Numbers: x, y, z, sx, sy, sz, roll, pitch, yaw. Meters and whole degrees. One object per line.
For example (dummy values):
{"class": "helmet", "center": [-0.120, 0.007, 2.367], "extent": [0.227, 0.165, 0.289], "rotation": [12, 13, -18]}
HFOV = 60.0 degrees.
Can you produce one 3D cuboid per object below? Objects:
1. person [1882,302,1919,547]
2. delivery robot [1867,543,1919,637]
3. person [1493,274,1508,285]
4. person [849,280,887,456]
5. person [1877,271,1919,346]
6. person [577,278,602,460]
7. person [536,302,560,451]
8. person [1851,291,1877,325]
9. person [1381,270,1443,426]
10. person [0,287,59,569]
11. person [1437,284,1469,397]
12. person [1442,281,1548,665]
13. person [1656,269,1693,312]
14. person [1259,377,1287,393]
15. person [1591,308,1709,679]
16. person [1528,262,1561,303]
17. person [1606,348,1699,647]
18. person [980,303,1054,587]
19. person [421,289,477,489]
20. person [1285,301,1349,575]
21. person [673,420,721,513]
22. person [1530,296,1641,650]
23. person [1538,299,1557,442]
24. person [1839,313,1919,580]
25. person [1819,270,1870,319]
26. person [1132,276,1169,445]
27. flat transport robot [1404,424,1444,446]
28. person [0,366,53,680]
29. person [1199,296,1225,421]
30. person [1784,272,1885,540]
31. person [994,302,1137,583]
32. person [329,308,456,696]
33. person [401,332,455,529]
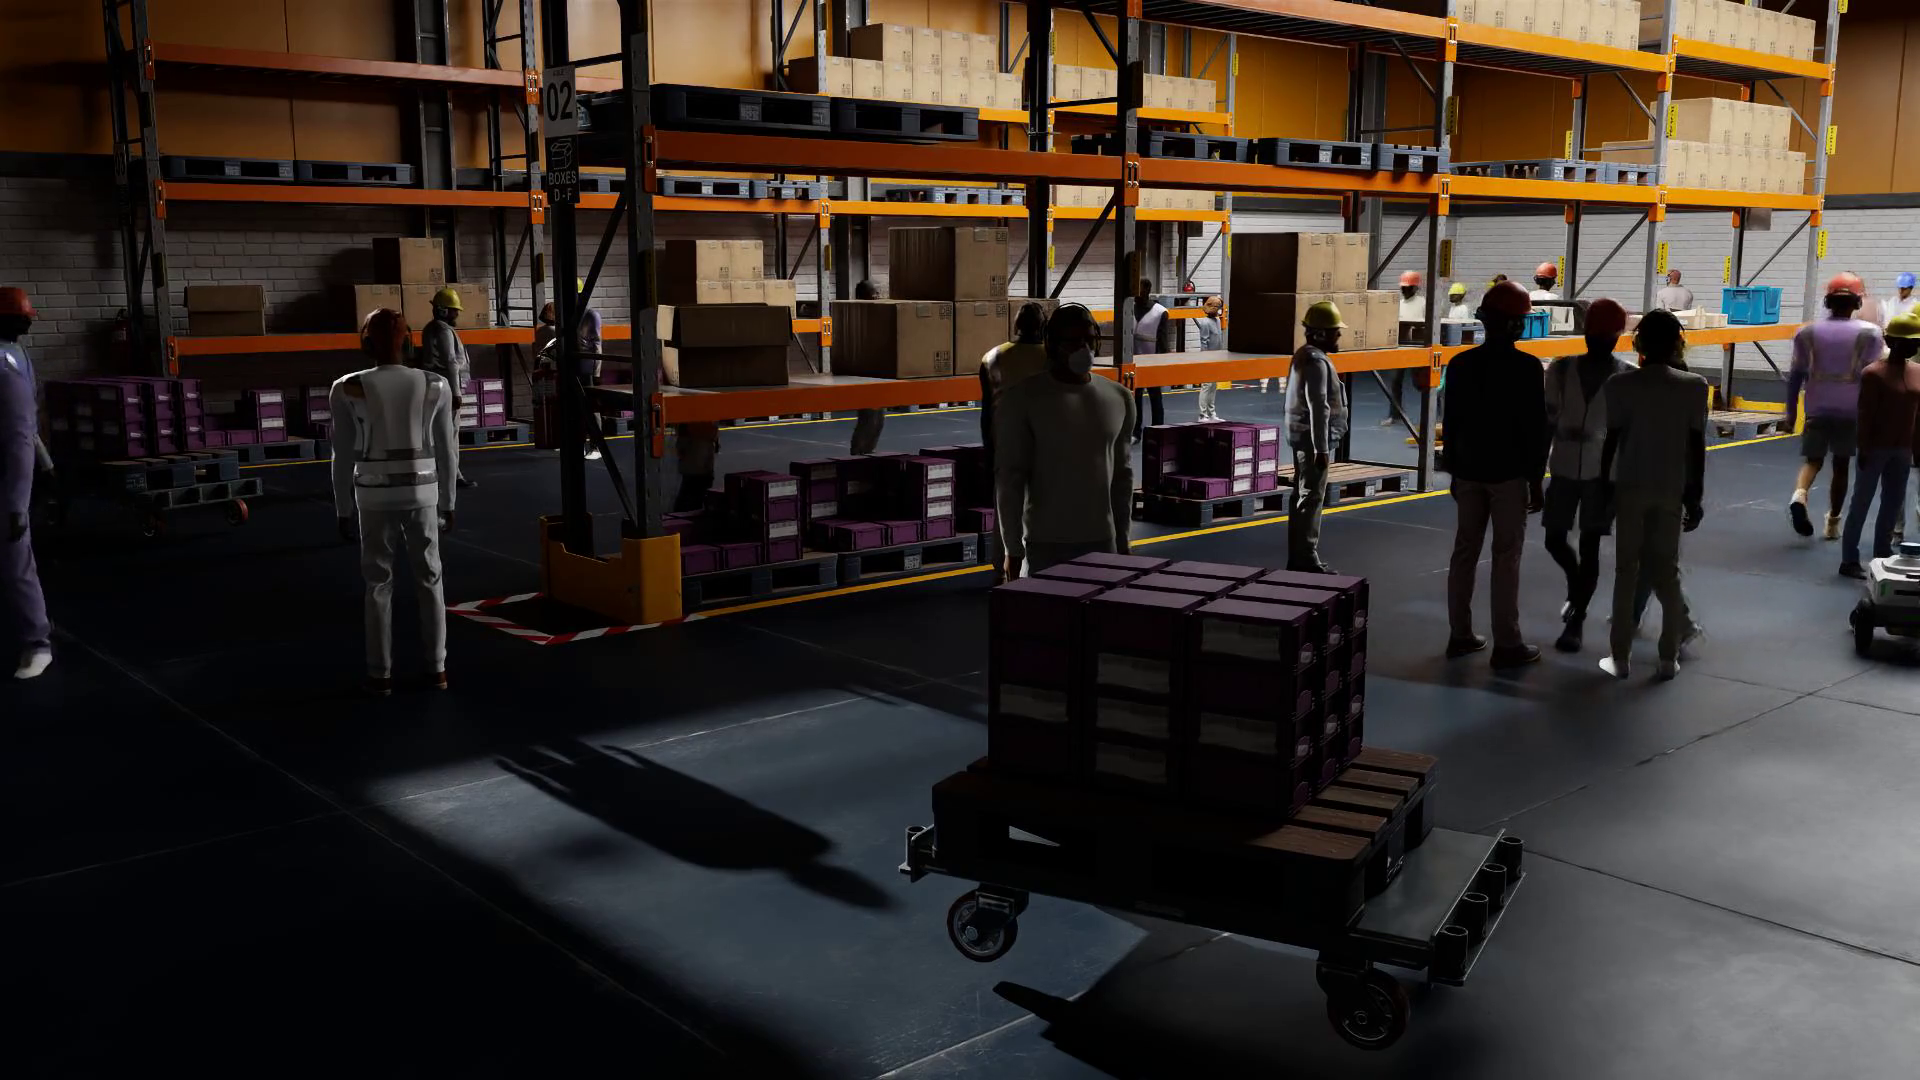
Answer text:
{"class": "person", "center": [7.029, -0.864, 12.243], "extent": [0.606, 1.816, 0.476], "rotation": [5, 11, 27]}
{"class": "delivery robot", "center": [5.184, 0.258, 9.099], "extent": [0.477, 0.478, 0.707], "rotation": [4, 11, 24]}
{"class": "person", "center": [8.382, -3.191, 25.795], "extent": [0.523, 1.842, 0.721], "rotation": [-3, 10, -14]}
{"class": "person", "center": [-0.875, -1.437, 15.383], "extent": [0.373, 1.912, 0.672], "rotation": [3, 10, 18]}
{"class": "person", "center": [11.959, -2.447, 21.175], "extent": [0.475, 1.929, 0.624], "rotation": [-7, 12, -37]}
{"class": "person", "center": [-3.994, -1.787, 17.371], "extent": [0.588, 1.919, 0.402], "rotation": [5, 11, 28]}
{"class": "person", "center": [-4.457, -1.786, 18.216], "extent": [0.279, 1.625, 0.497], "rotation": [-10, 14, -44]}
{"class": "person", "center": [11.278, -2.385, 21.070], "extent": [0.974, 1.844, 0.707], "rotation": [9, 14, 44]}
{"class": "person", "center": [5.706, -2.406, 20.875], "extent": [0.866, 1.965, 0.603], "rotation": [-6, 11, -32]}
{"class": "person", "center": [-6.372, -0.745, 11.248], "extent": [0.421, 1.919, 0.574], "rotation": [-2, 10, -11]}
{"class": "person", "center": [7.438, -2.974, 24.902], "extent": [0.930, 1.713, 0.534], "rotation": [0, 10, -1]}
{"class": "person", "center": [2.810, -0.350, 8.718], "extent": [0.379, 1.996, 0.608], "rotation": [-7, 12, -34]}
{"class": "person", "center": [11.485, -3.414, 26.908], "extent": [0.641, 1.913, 0.407], "rotation": [-2, 10, -12]}
{"class": "person", "center": [4.895, -3.287, 25.919], "extent": [0.621, 1.992, 0.397], "rotation": [2, 10, 13]}
{"class": "person", "center": [3.471, -0.227, 8.385], "extent": [0.530, 1.864, 0.313], "rotation": [2, 10, 11]}
{"class": "person", "center": [7.215, -2.403, 20.589], "extent": [0.365, 2.045, 0.615], "rotation": [-4, 11, -23]}
{"class": "person", "center": [3.865, -0.280, 9.160], "extent": [0.496, 1.716, 0.839], "rotation": [-3, 10, -17]}
{"class": "person", "center": [0.441, -0.575, 10.520], "extent": [0.625, 1.836, 0.429], "rotation": [3, 10, 17]}
{"class": "person", "center": [-4.694, -1.377, 15.244], "extent": [0.403, 1.822, 0.588], "rotation": [-7, 12, -35]}
{"class": "person", "center": [2.354, -0.657, 10.997], "extent": [0.404, 1.829, 0.600], "rotation": [0, 10, 1]}
{"class": "person", "center": [-1.907, -0.737, 11.940], "extent": [0.386, 1.662, 0.676], "rotation": [1, 10, 7]}
{"class": "person", "center": [3.433, -0.375, 9.082], "extent": [0.593, 1.919, 0.625], "rotation": [7, 12, 34]}
{"class": "person", "center": [6.700, -1.931, 19.038], "extent": [0.311, 1.634, 0.517], "rotation": [-4, 10, -22]}
{"class": "person", "center": [6.119, -0.607, 10.931], "extent": [0.523, 1.759, 0.351], "rotation": [-3, 10, -16]}
{"class": "person", "center": [11.589, -2.566, 21.859], "extent": [0.636, 1.939, 0.363], "rotation": [3, 10, 15]}
{"class": "person", "center": [2.070, -1.989, 18.587], "extent": [0.588, 1.908, 0.403], "rotation": [8, 13, 40]}
{"class": "flat transport robot", "center": [5.688, -1.195, 18.709], "extent": [1.431, 0.197, 0.652], "rotation": [-8, 13, -41]}
{"class": "person", "center": [-4.824, -0.179, 8.122], "extent": [0.673, 1.889, 0.754], "rotation": [0, 10, -1]}
{"class": "person", "center": [3.193, -2.276, 21.087], "extent": [0.299, 1.622, 0.504], "rotation": [6, 11, 29]}
{"class": "person", "center": [6.437, -0.970, 12.311], "extent": [0.621, 2.022, 0.742], "rotation": [7, 12, 36]}
{"class": "person", "center": [0.443, 0.013, 6.760], "extent": [0.632, 1.940, 0.372], "rotation": [-5, 11, -25]}
{"class": "person", "center": [-2.731, -0.179, 8.068], "extent": [0.576, 1.880, 0.351], "rotation": [-5, 11, -27]}
{"class": "person", "center": [-4.219, -0.806, 12.586], "extent": [0.835, 1.587, 0.513], "rotation": [-10, 14, -44]}
